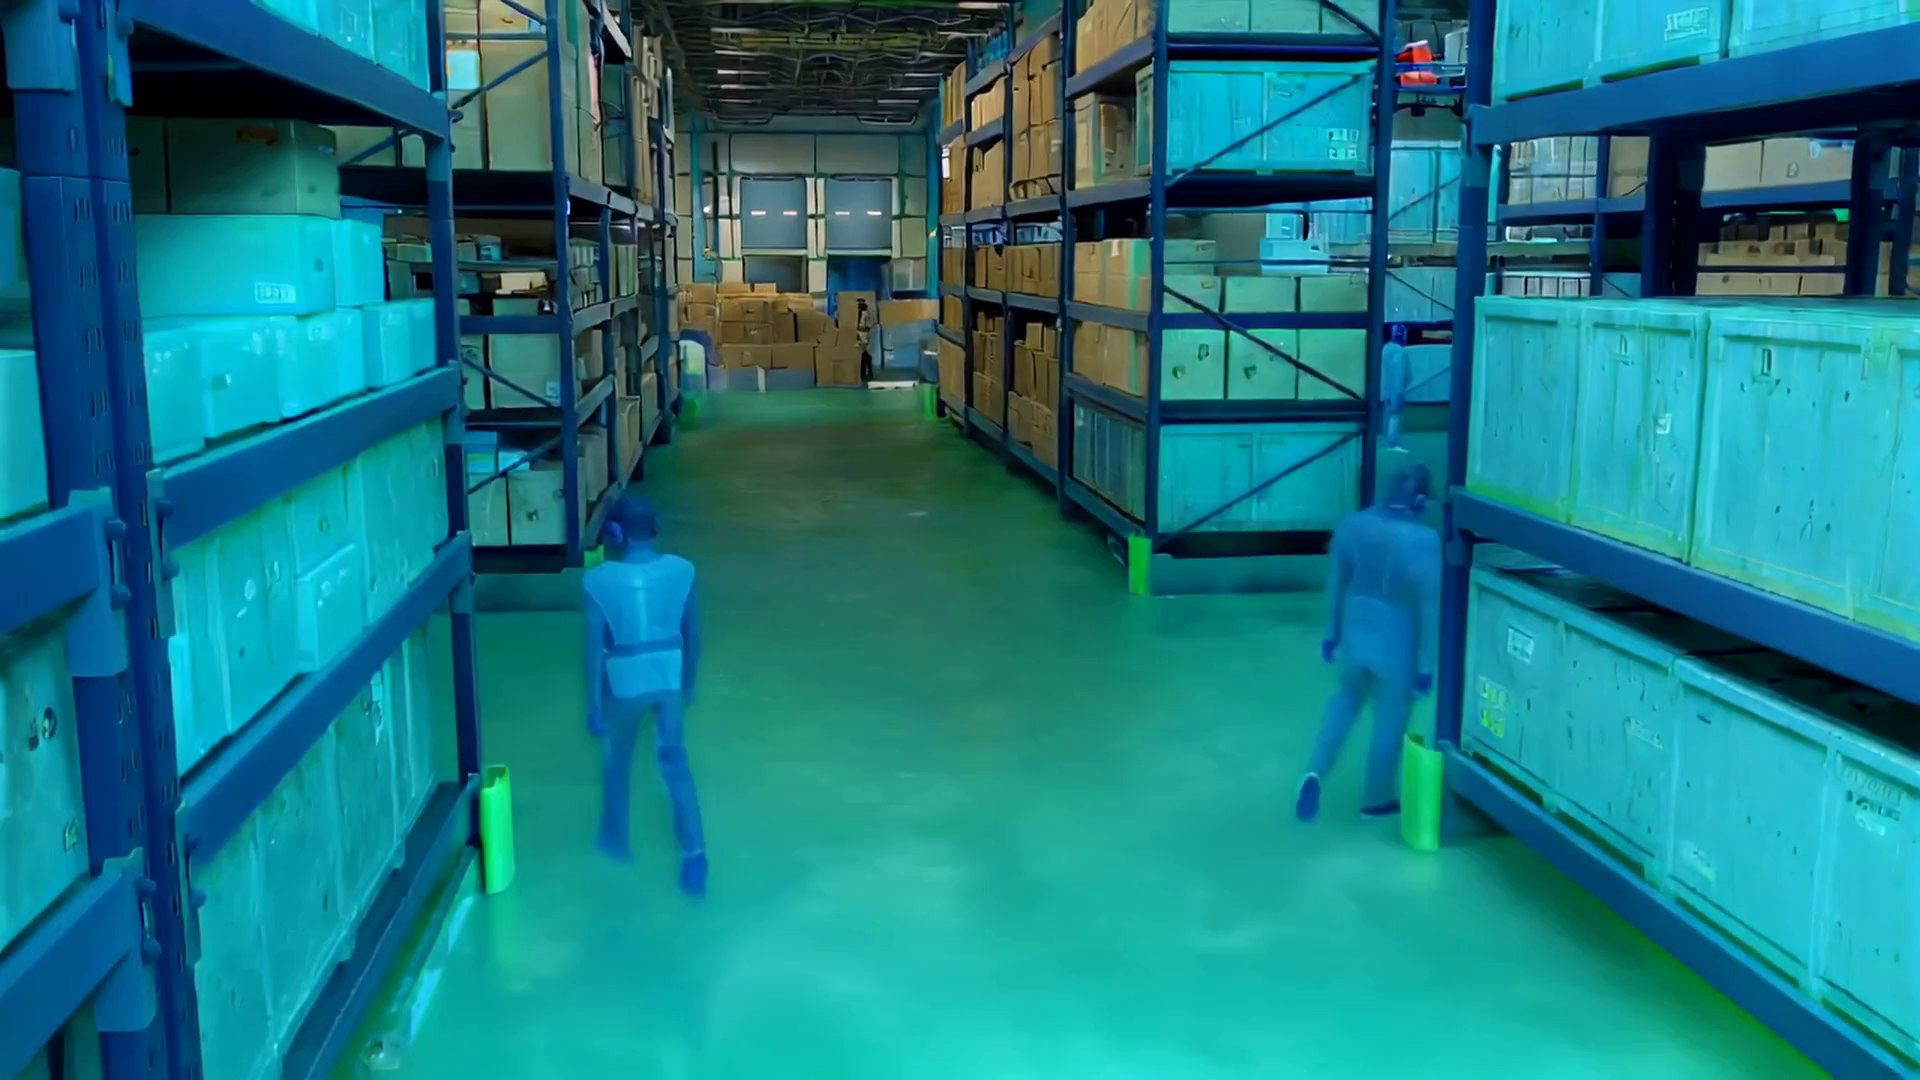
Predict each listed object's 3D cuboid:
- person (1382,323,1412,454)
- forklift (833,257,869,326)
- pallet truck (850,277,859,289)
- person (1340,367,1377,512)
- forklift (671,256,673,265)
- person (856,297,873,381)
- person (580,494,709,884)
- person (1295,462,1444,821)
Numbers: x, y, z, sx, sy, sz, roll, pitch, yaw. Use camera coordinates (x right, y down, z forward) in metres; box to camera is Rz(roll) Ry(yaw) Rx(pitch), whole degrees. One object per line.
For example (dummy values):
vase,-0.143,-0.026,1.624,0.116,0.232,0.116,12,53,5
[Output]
person,6.390,-2.217,24.306,0.410,1.909,0.643,0,10,-2
forklift,-3.028,-6.694,47.538,1.129,2.768,1.873,-8,13,-40
pallet truck,-3.782,-9.391,65.808,1.885,1.965,0.823,2,10,10
person,4.316,-1.041,18.088,0.319,1.690,0.530,-8,12,-38
forklift,-10.987,-9.066,61.344,1.129,2.768,1.873,-1,10,-7
person,-2.208,-4.594,38.076,0.366,1.931,0.542,-7,12,-34
person,-1.465,0.685,7.710,0.588,1.806,0.914,-6,11,-30
person,2.069,0.549,8.333,0.699,1.867,0.733,9,13,42
